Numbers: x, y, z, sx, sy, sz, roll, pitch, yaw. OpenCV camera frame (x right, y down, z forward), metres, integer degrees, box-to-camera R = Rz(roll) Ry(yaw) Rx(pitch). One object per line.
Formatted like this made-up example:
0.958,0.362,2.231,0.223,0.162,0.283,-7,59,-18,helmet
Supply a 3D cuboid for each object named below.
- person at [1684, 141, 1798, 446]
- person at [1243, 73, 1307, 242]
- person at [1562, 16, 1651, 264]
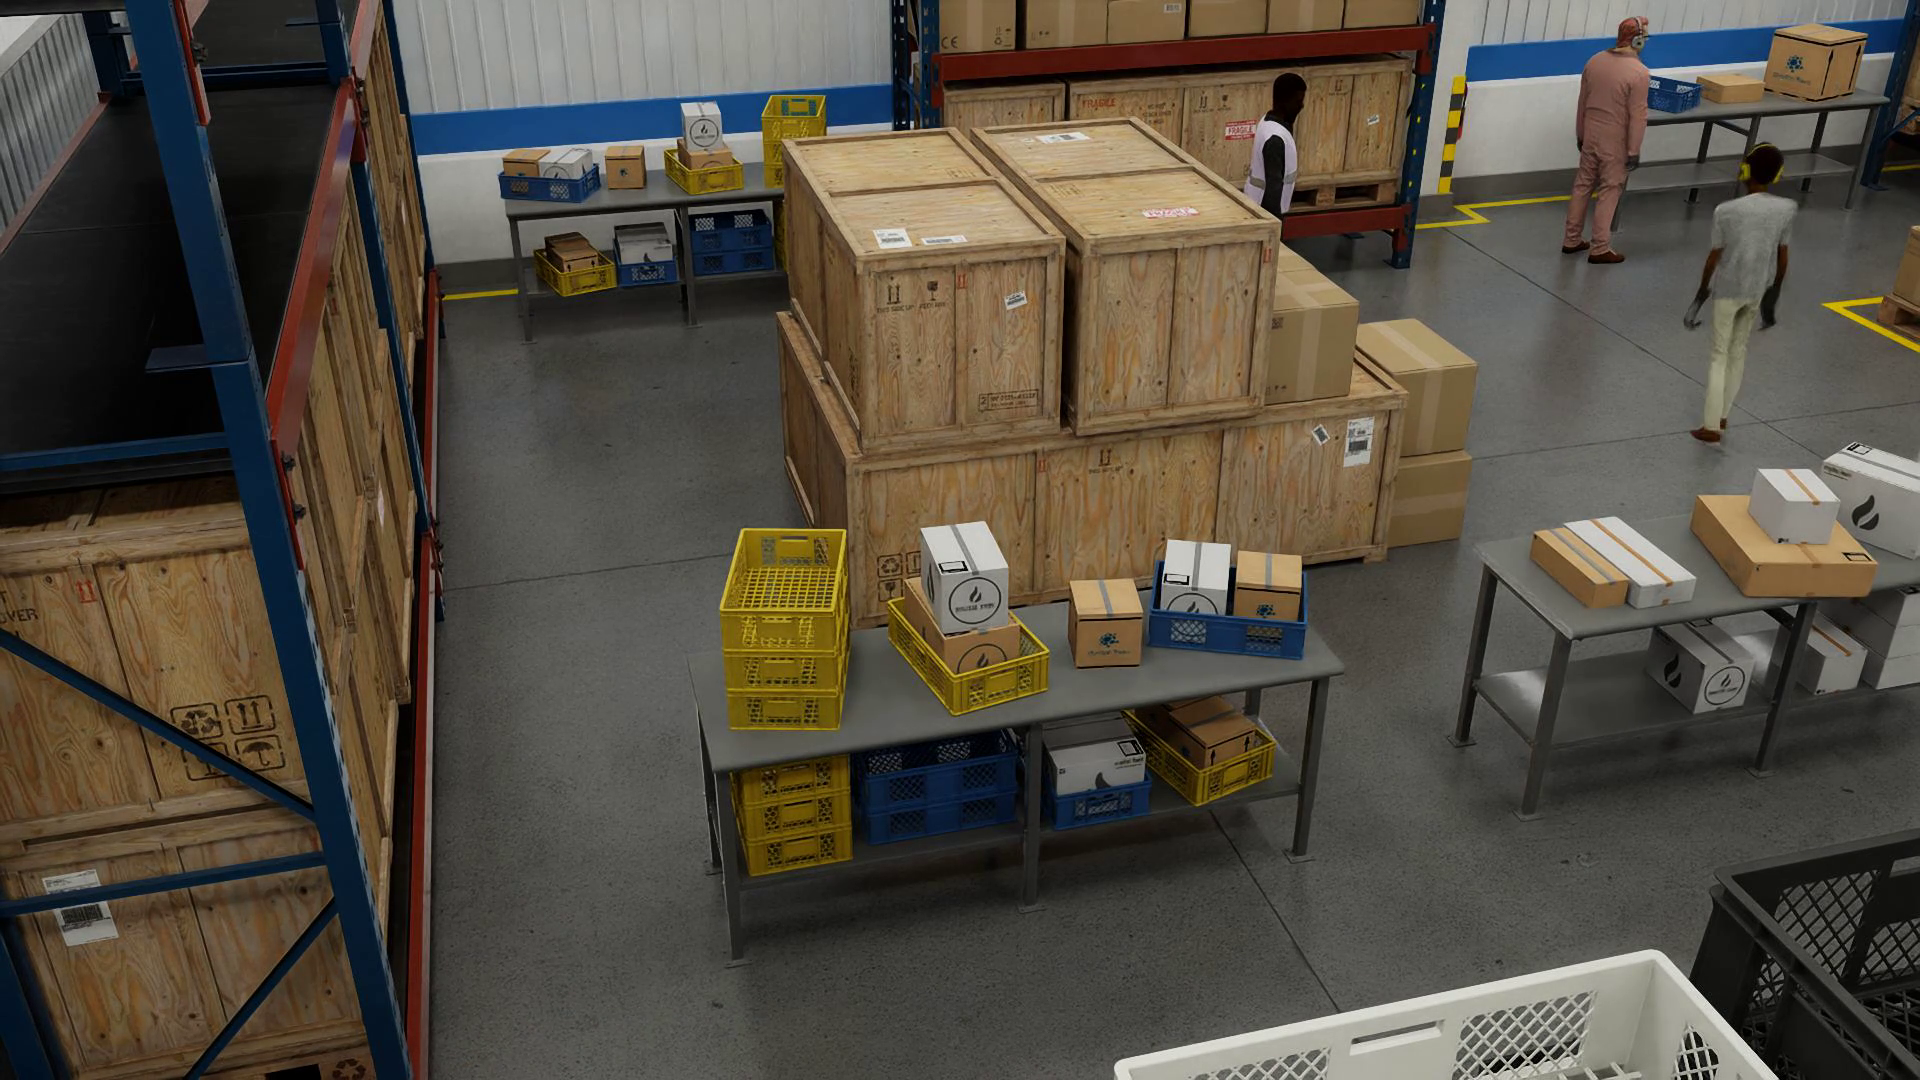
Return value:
4.763,-1.504,10.204,0.539,1.880,0.431,-2,29,-5,person
2.138,-2.264,11.508,0.392,1.914,0.587,2,29,4,person
5.148,-3.156,13.135,0.402,1.906,0.652,-13,31,-22,person
